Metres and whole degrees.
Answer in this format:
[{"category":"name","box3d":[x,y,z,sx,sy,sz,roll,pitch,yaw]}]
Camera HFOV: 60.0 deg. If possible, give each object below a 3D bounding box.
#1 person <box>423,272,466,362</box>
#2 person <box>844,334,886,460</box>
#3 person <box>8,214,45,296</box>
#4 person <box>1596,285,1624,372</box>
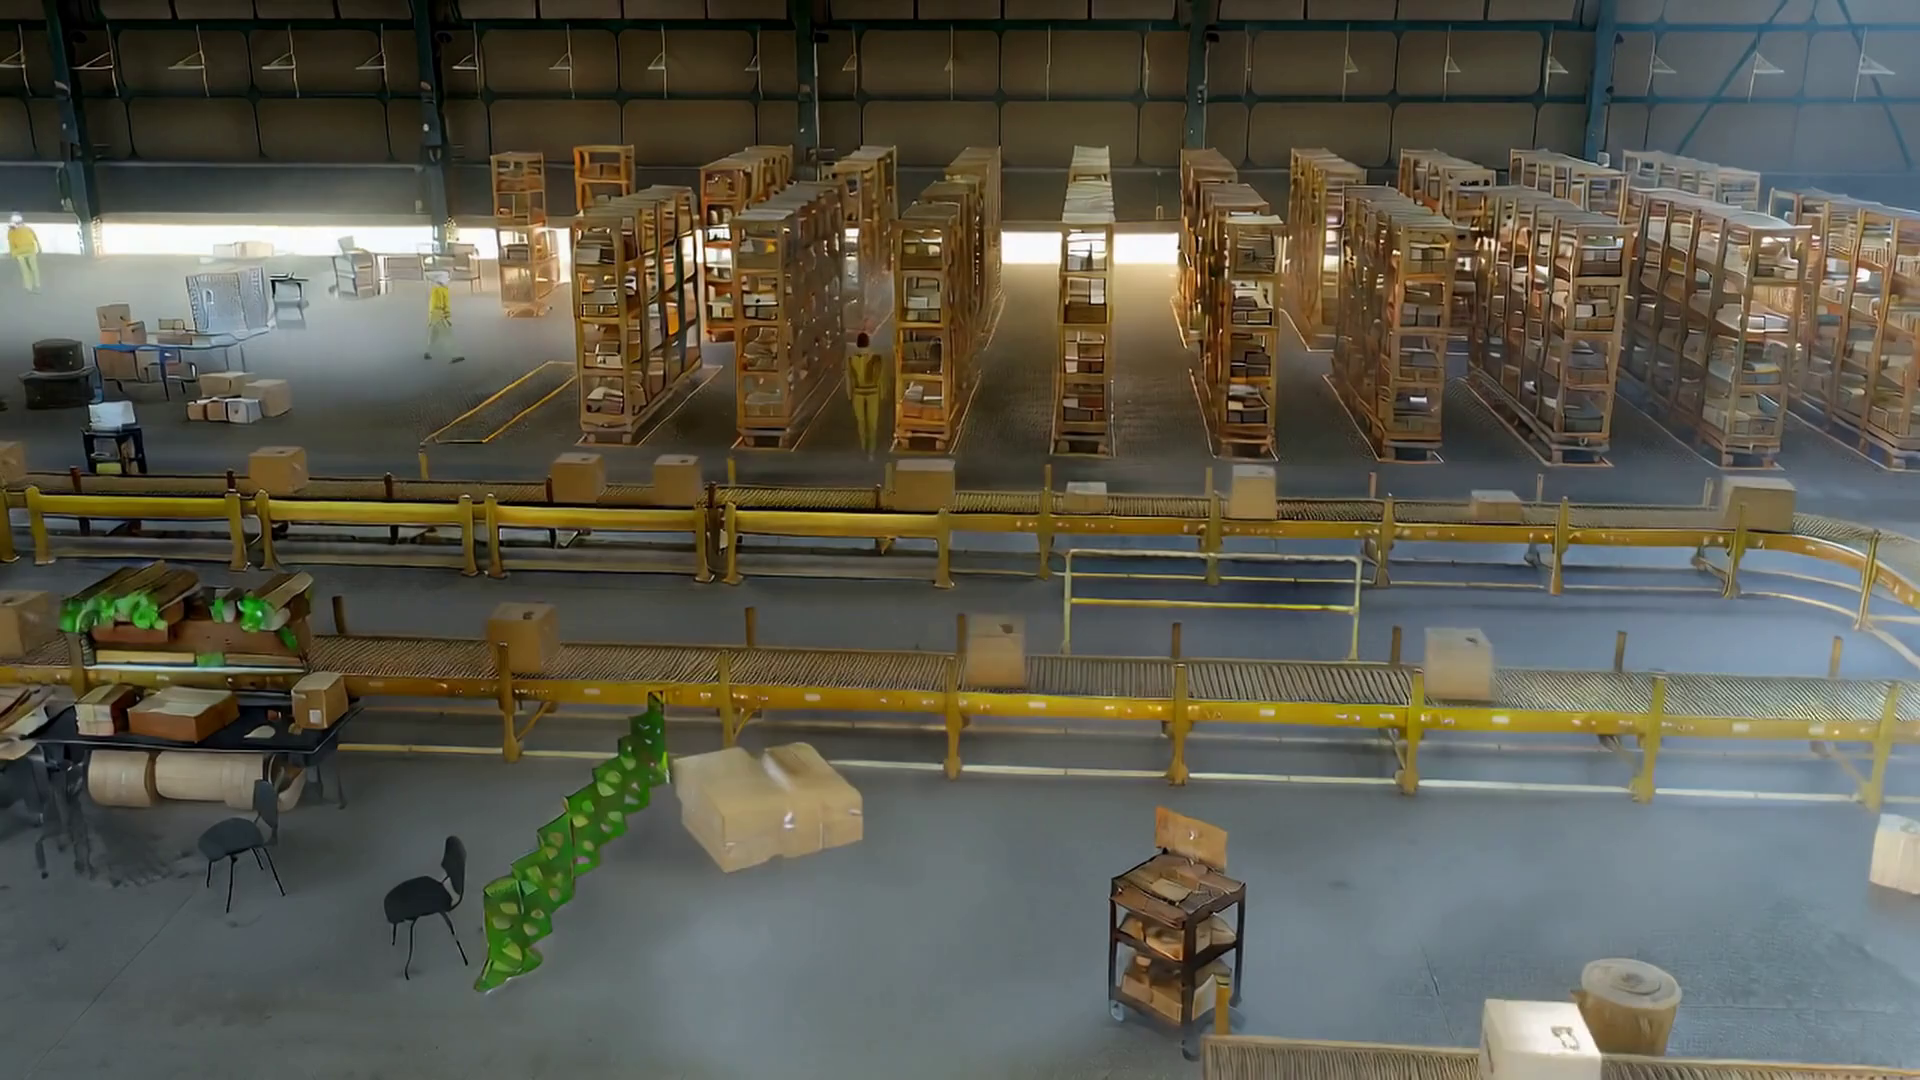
[{"category":"person","box3d":[-10.189,-4.343,32.455,0.885,1.775,0.629,2,18,5]},{"category":"person","box3d":[-1.454,-2.172,25.303,0.639,1.918,0.753,0,17,-1]},{"category":"person","box3d":[-22.558,-6.888,40.211,0.760,1.944,0.881,-6,18,-18]},{"category":"person","box3d":[12.263,-4.048,31.396,0.381,1.837,0.570,-14,22,-37]}]
